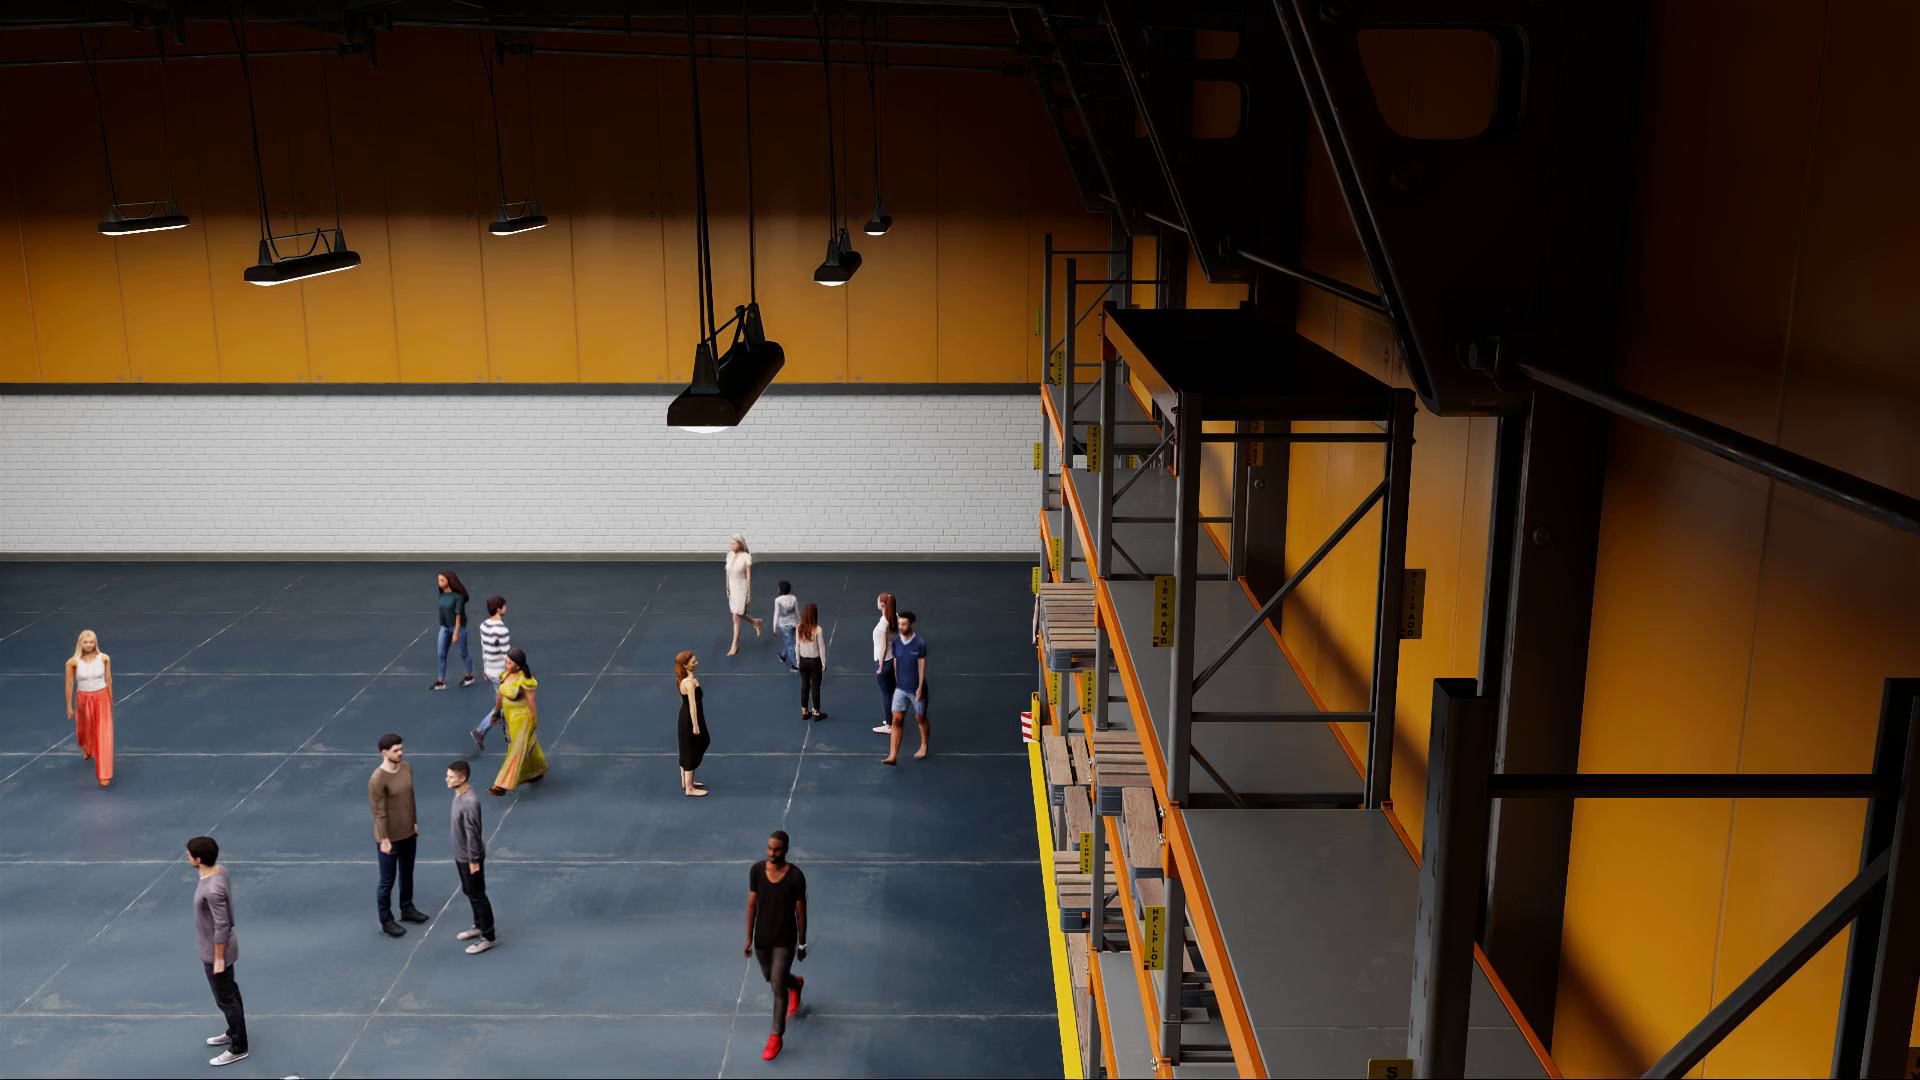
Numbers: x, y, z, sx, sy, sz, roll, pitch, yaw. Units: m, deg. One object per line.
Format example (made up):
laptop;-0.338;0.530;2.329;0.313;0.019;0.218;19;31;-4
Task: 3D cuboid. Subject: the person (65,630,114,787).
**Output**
person;-9.755;1.843;18.685;1.128;1.736;1.389;-8;16;-29

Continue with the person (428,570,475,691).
person;-6.569;1.160;21.816;0.848;1.590;1.010;7;15;26

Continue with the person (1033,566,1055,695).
person;1.165;1.176;21.427;0.676;1.742;0.699;9;16;32

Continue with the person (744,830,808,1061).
person;-1.423;3.138;13.249;0.939;1.776;1.219;6;15;22

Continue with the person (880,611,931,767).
person;-0.512;1.694;19.172;0.978;1.797;1.219;7;15;26

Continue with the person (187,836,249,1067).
person;-5.775;3.164;12.983;0.805;1.851;0.633;-6;15;-22

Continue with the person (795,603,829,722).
person;-1.853;1.508;20.604;0.608;1.484;0.583;5;15;20

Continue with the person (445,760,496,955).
person;-4.344;2.781;14.765;0.759;1.757;0.639;-7;15;-28

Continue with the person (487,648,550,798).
person;-4.809;1.973;18.401;1.228;1.617;1.337;11;17;38

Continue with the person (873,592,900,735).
person;-0.873;1.481;20.172;0.714;1.739;0.606;7;15;26

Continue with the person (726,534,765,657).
person;-3.028;0.746;23.254;0.954;1.717;1.105;9;16;34

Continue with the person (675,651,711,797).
person;-2.974;1.994;18.299;0.703;1.624;0.588;-4;14;-16

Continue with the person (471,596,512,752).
person;-5.489;1.587;19.541;1.055;1.830;1.141;12;18;40

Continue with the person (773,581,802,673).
person;-2.296;1.194;22.458;0.825;1.221;0.981;-9;16;-32

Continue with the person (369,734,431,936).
person;-5.127;2.640;15.077;0.782;1.884;0.631;6;15;22
